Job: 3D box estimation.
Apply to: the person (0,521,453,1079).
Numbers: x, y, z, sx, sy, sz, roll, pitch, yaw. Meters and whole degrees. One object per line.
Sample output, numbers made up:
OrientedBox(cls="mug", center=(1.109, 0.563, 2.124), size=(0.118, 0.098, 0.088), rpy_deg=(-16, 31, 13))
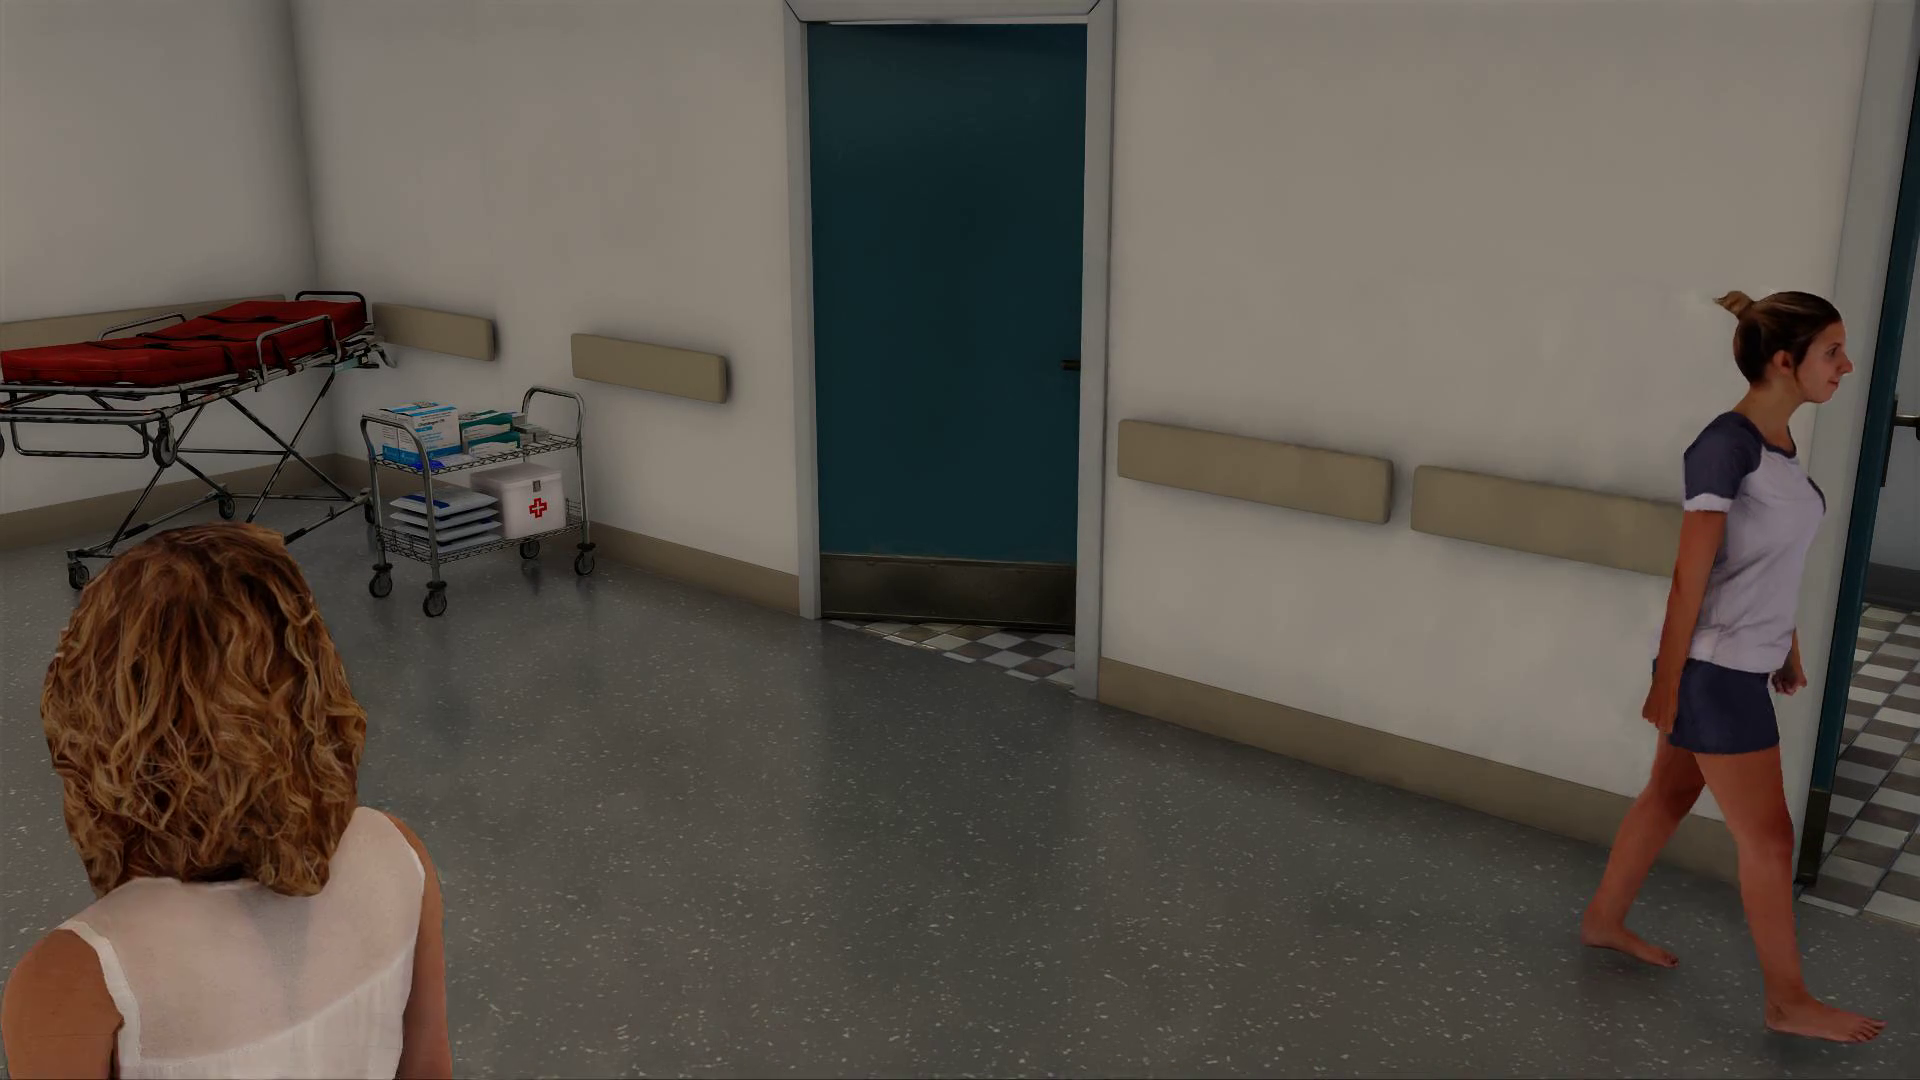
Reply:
OrientedBox(cls="person", center=(-0.621, 0.829, 1.596), size=(1.107, 1.639, 0.755), rpy_deg=(8, 18, 27))

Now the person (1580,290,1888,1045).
OrientedBox(cls="person", center=(1.596, 0.266, 3.682), size=(0.888, 1.591, 0.589), rpy_deg=(12, 20, 36))
